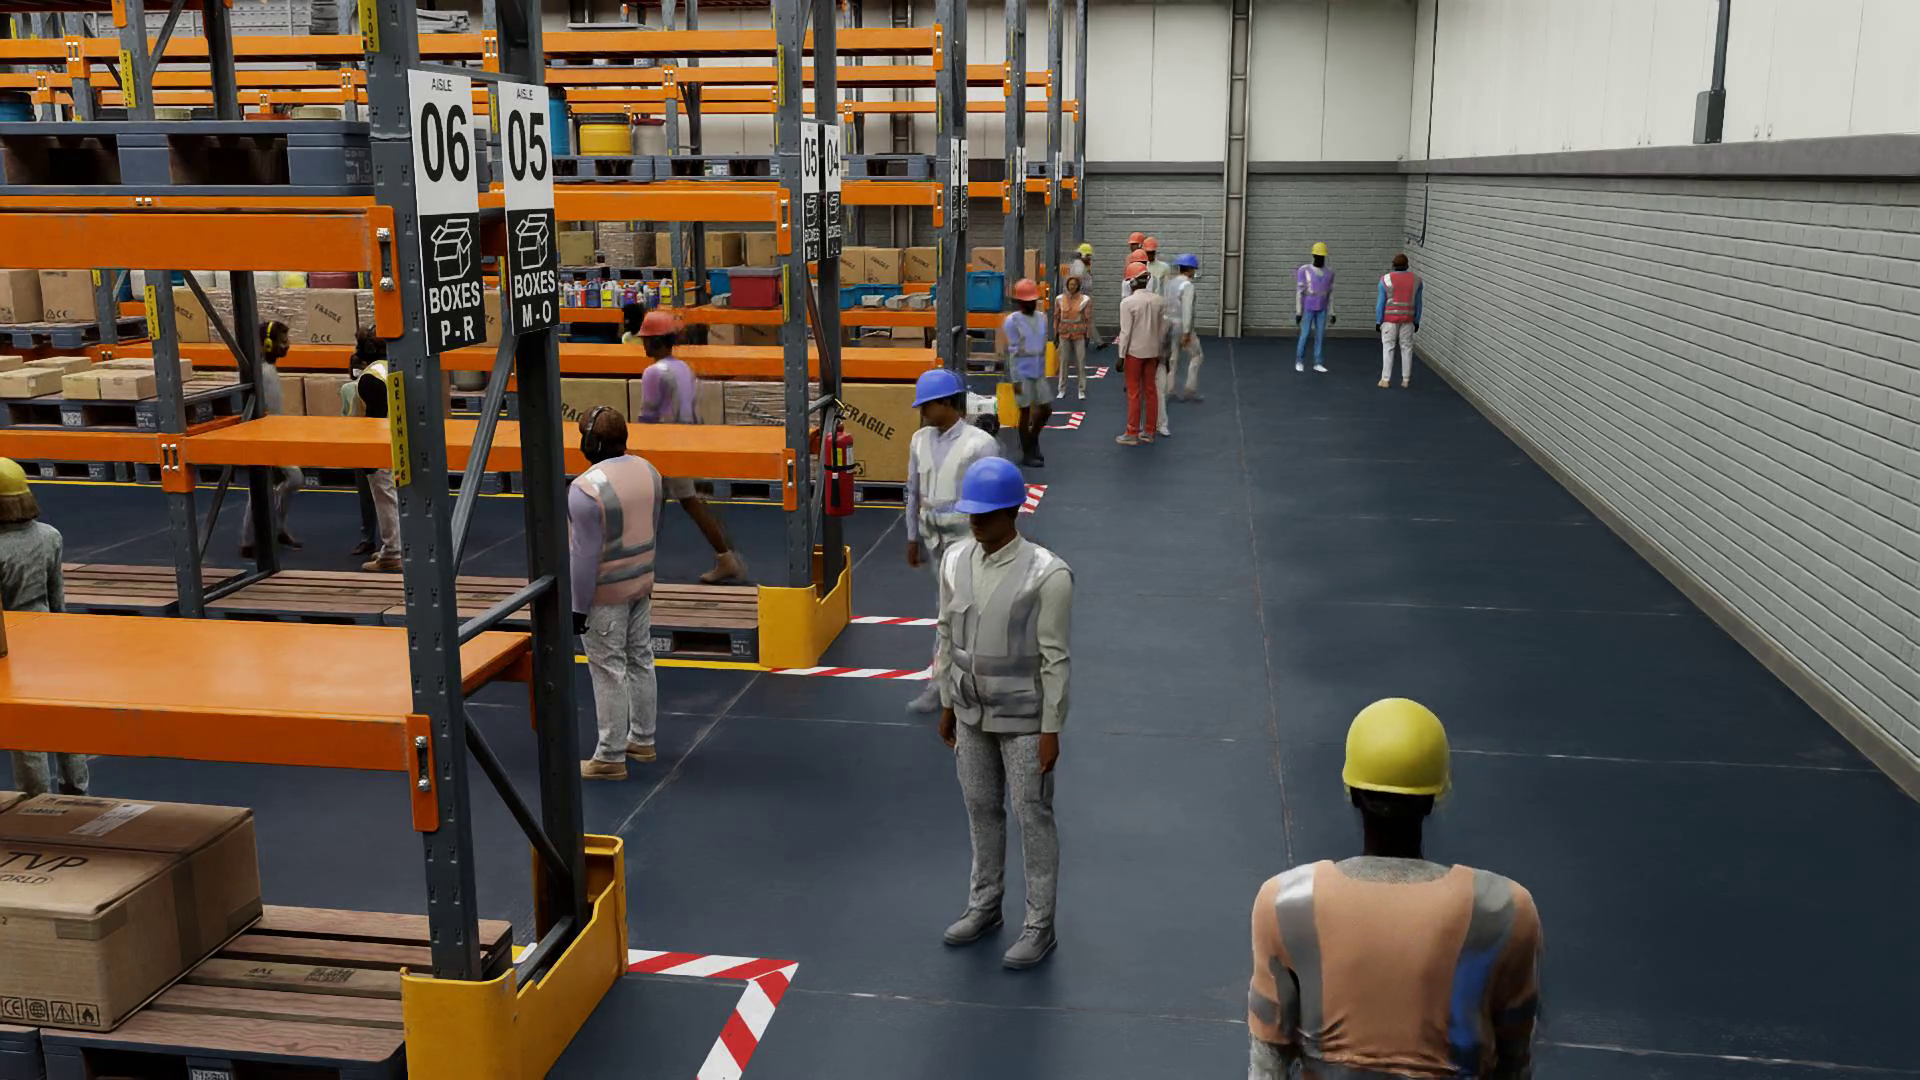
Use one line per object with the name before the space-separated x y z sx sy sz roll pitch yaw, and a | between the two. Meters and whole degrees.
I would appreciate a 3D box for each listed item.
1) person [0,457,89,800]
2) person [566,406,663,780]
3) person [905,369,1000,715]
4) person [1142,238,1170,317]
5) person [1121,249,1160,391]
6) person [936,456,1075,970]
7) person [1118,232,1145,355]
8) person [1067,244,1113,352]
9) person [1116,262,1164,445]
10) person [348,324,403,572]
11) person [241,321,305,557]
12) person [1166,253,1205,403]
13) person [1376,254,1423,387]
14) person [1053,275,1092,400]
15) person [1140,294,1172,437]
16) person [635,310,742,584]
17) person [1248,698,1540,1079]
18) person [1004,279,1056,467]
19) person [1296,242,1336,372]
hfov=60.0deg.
person | -4.125 0.495 7.313 0.287 1.746 0.487 3 13 12
person | -1.719 0.258 8.162 0.429 1.843 0.625 5 14 23
person | 0.001 -0.036 9.406 0.628 1.889 0.985 10 16 38
person | 2.824 -3.488 24.779 0.626 1.976 0.536 1 13 3
person | 2.418 -2.950 22.458 0.547 1.929 0.385 -3 13 -11
person | 0.147 0.639 6.228 0.609 1.939 0.417 10 16 38
person | 2.839 -3.949 26.803 0.379 1.996 0.610 -10 16 -38
person | 2.064 -3.974 27.406 0.935 1.775 0.603 -1 13 -4
person | 1.953 -2.035 18.182 0.609 1.986 0.390 -9 16 -36
person | -4.336 -0.688 12.433 0.429 1.844 0.627 -1 13 -5
person | -5.357 -0.767 12.826 0.530 1.830 0.527 -2 13 -11
person | 2.917 -2.718 21.417 0.664 1.911 0.599 -6 14 -26
person | 6.051 -3.027 22.996 0.633 1.839 0.429 -1 13 -2
person | 1.472 -2.650 21.775 0.516 1.633 0.317 4 13 16
person | 2.169 -1.998 18.914 0.524 1.597 0.816 -3 13 -12
person | -2.077 -0.661 12.021 1.101 1.984 0.608 2 13 8
person | 0.896 1.266 3.532 0.582 1.887 0.988 5 13 20
person | 0.696 -1.665 16.696 0.550 1.910 0.402 -8 15 -34
person | 5.303 -3.467 24.791 0.610 1.925 0.384 -3 13 -13
